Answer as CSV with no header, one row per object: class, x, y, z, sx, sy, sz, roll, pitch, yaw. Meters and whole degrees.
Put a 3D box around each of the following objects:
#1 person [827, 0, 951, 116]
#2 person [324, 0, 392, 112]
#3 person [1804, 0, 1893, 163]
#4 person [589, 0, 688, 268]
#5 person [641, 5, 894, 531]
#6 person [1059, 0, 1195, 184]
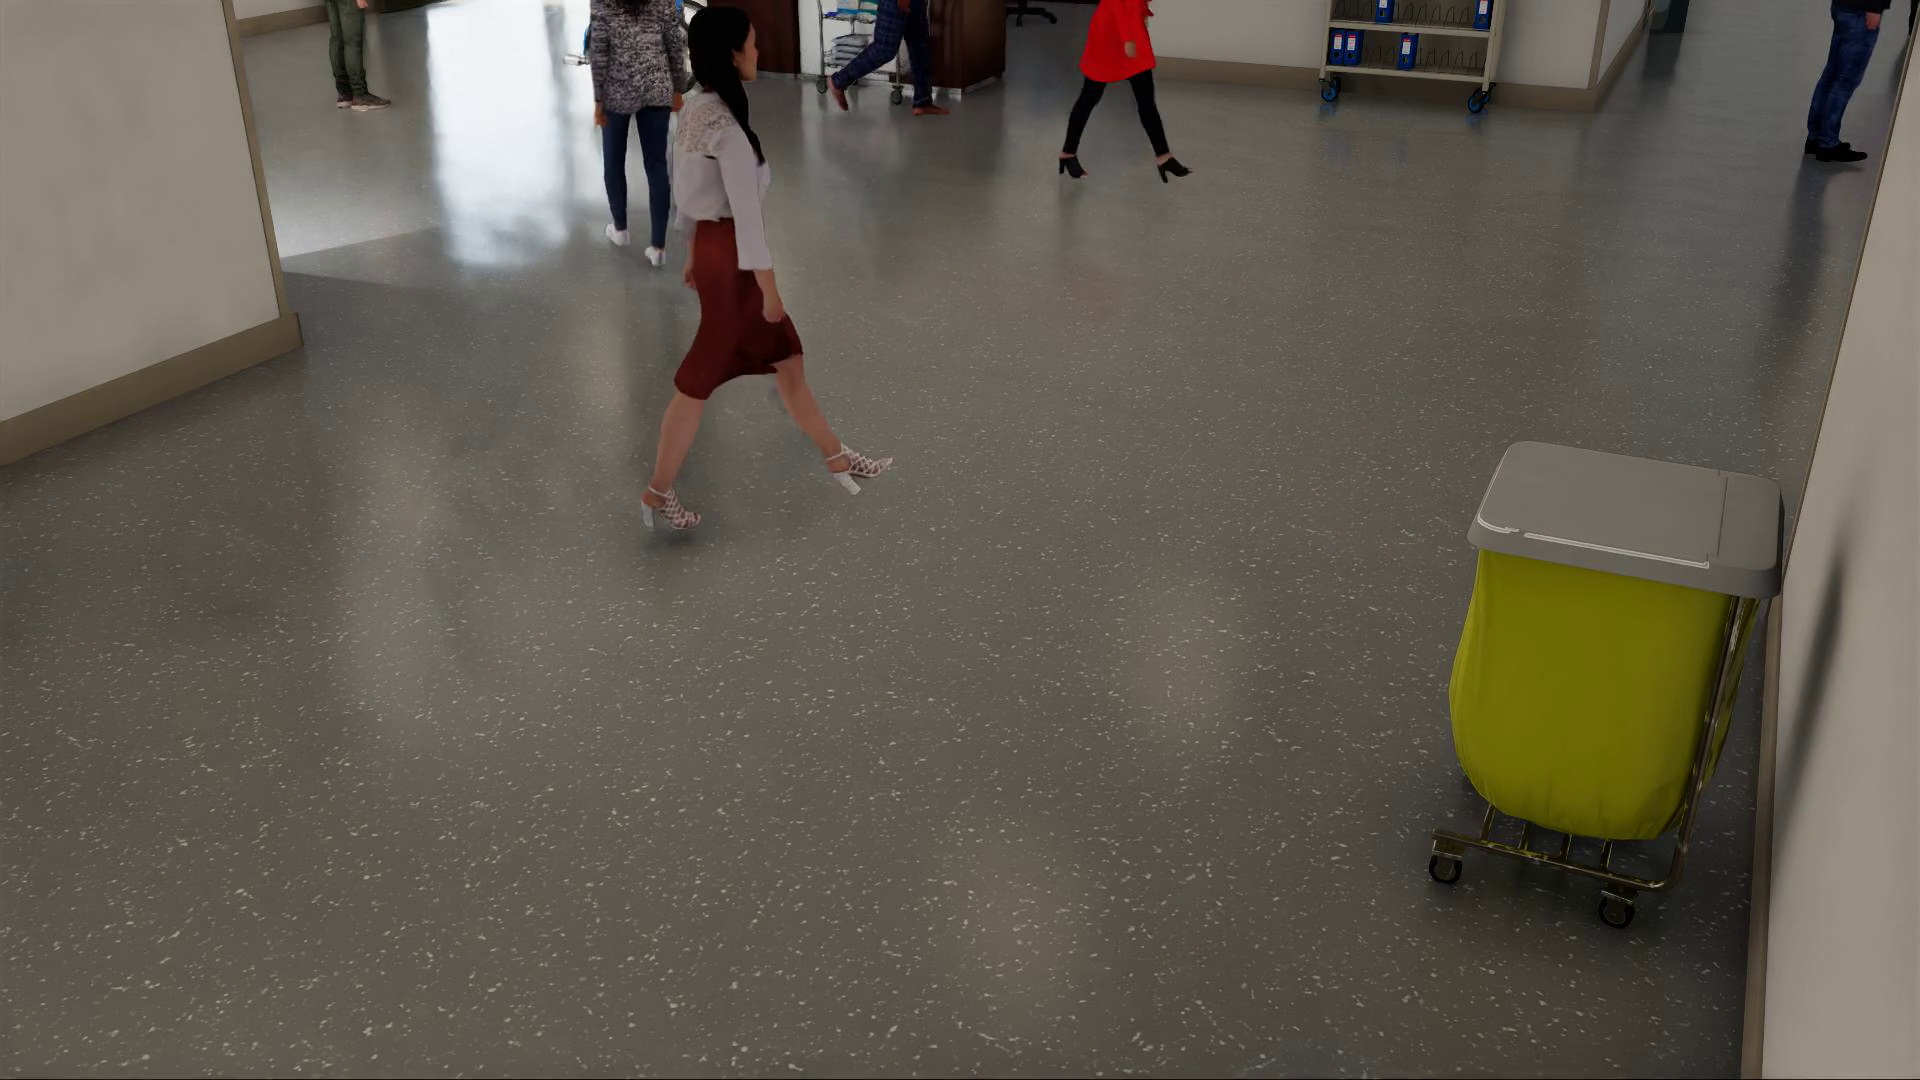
person,-0.522,-3.826,11.567,1.186,1.787,0.903,2,26,5
person,-4.478,-3.975,12.028,0.559,1.655,0.683,22,33,38
person,5.679,-3.374,10.513,0.675,1.889,0.734,4,26,8
person,-1.603,-2.214,8.314,0.968,1.709,1.028,-9,27,-18
person,-0.821,-0.782,5.354,1.166,1.700,1.093,-8,27,-17
person,0.835,-2.920,9.793,1.091,1.695,0.676,14,29,27
